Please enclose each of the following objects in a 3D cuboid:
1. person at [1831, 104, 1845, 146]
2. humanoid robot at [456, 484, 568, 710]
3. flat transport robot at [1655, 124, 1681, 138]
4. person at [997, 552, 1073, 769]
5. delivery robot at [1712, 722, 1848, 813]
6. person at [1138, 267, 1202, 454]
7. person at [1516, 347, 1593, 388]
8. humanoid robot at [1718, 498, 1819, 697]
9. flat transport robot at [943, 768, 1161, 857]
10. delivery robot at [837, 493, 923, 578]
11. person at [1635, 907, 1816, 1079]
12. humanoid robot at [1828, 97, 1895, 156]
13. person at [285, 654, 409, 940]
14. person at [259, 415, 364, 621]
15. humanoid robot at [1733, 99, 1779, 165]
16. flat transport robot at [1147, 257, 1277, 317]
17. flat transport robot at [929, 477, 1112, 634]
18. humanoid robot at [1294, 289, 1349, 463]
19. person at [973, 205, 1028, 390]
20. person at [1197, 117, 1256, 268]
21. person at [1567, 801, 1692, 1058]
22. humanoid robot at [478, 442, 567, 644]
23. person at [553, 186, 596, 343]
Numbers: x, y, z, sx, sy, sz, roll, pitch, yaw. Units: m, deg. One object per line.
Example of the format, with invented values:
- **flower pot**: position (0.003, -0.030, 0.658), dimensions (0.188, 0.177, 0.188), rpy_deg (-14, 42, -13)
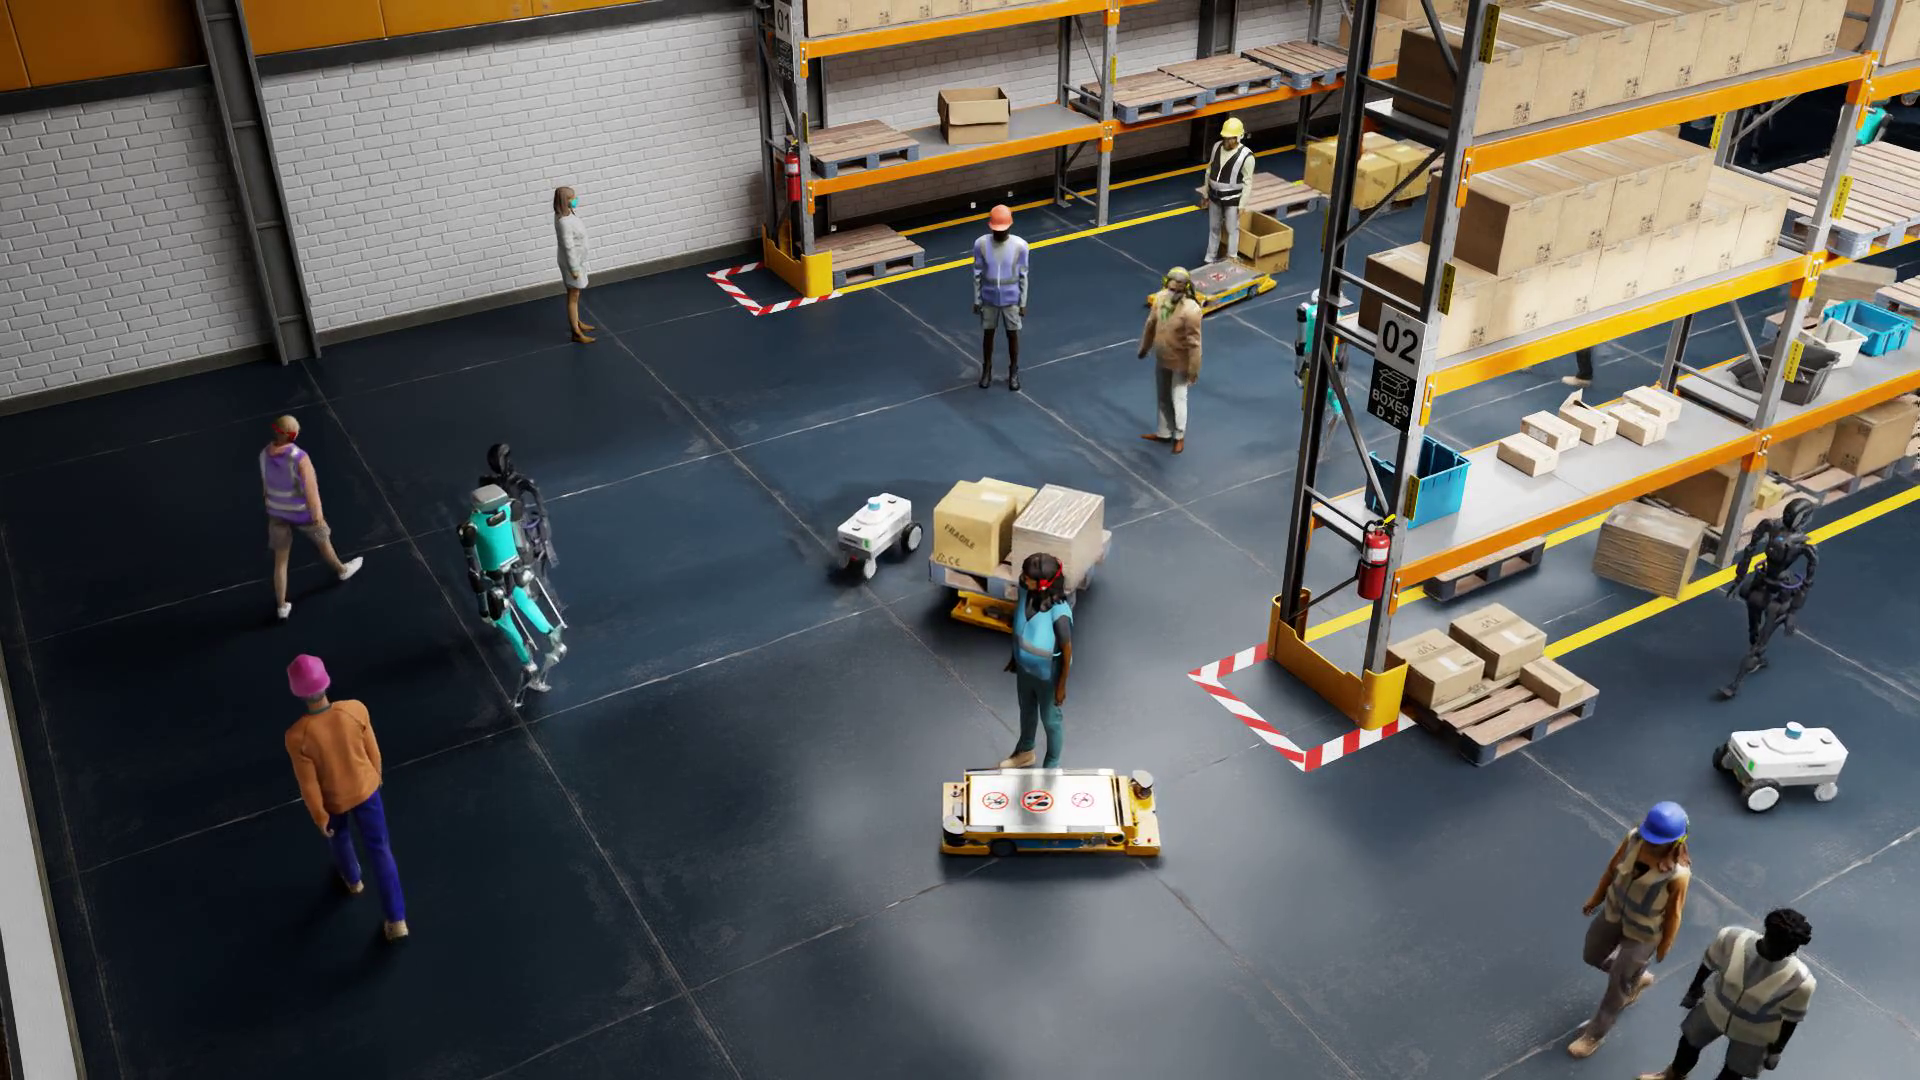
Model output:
- **person**: position (10.736, -4.708, 20.108), dimensions (0.566, 1.843, 0.374), rpy_deg (-13, 35, -20)
- **humanoid robot**: position (-3.134, 0.466, 11.948), dimensions (0.660, 1.778, 0.541), rpy_deg (21, 38, 30)
- **flat transport robot**: position (8.616, -4.497, 21.256), dimensions (0.659, 0.231, 1.431), rpy_deg (27, 41, 36)
- **person**: position (0.540, 0.876, 11.183), dimensions (0.397, 1.867, 0.529), rpy_deg (-23, 39, -32)
- **delivery robot**: position (5.647, 1.510, 11.399), dimensions (0.777, 0.587, 0.499), rpy_deg (-2, 32, -4)
- **person**: position (1.923, -1.671, 15.260), dimensions (0.400, 1.864, 0.697), rpy_deg (-22, 38, -31)
- **person**: position (5.972, -2.387, 16.453), dimensions (0.947, 1.794, 0.516), rpy_deg (10, 33, 15)
- **humanoid robot**: position (5.887, 0.389, 12.167), dimensions (0.774, 1.623, 0.587), rpy_deg (-18, 36, -27)
- **flat transport robot**: position (0.601, 1.829, 11.167), dimensions (1.431, 0.231, 0.659), rpy_deg (0, 32, 0)
- **delivery robot**: position (-0.696, -0.083, 13.960), dimensions (0.499, 0.608, 0.797), rpy_deg (19, 37, 27)
- **person**: position (4.069, 2.510, 8.763), dimensions (0.324, 1.669, 0.648), rpy_deg (-23, 39, -32)
- **humanoid robot**: position (10.399, -4.423, 19.765), dimensions (0.923, 1.749, 0.576), rpy_deg (-13, 34, -20)
- **person**: position (-3.703, 1.546, 10.050), dimensions (0.507, 1.947, 0.965), rpy_deg (-18, 36, -26)
- **person**: position (-5.242, -0.233, 13.162), dimensions (0.560, 1.629, 0.912), rpy_deg (8, 33, 13)
- **humanoid robot**: position (10.425, -5.676, 21.818), dimensions (0.608, 1.632, 0.613), rpy_deg (24, 39, 33)
- **flat transport robot**: position (2.826, -2.818, 18.578), dimensions (1.431, 0.231, 0.659), rpy_deg (-25, 40, -34)
- **flat transport robot**: position (0.520, 0.291, 13.620), dimensions (0.659, 0.231, 1.431), rpy_deg (14, 35, 21)
- **humanoid robot**: position (3.367, -1.513, 15.121), dimensions (0.546, 1.776, 0.774), rpy_deg (26, 40, 35)
- **person**: position (0.390, -2.370, 16.303), dimensions (0.540, 1.928, 0.377), rpy_deg (5, 32, 7)
- **person**: position (2.995, -3.871, 18.783), dimensions (0.589, 1.835, 0.404), rpy_deg (26, 40, 35)
- **person**: position (3.770, 2.121, 9.289), dimensions (0.617, 1.756, 0.495), rpy_deg (-13, 34, -20)
- **humanoid robot**: position (-3.369, 0.000, 12.791), dimensions (0.610, 1.638, 0.599), rpy_deg (8, 33, 12)
- **person**: position (-4.027, -2.888, 17.378), dimensions (0.341, 1.659, 0.486), rpy_deg (-5, 32, -8)
